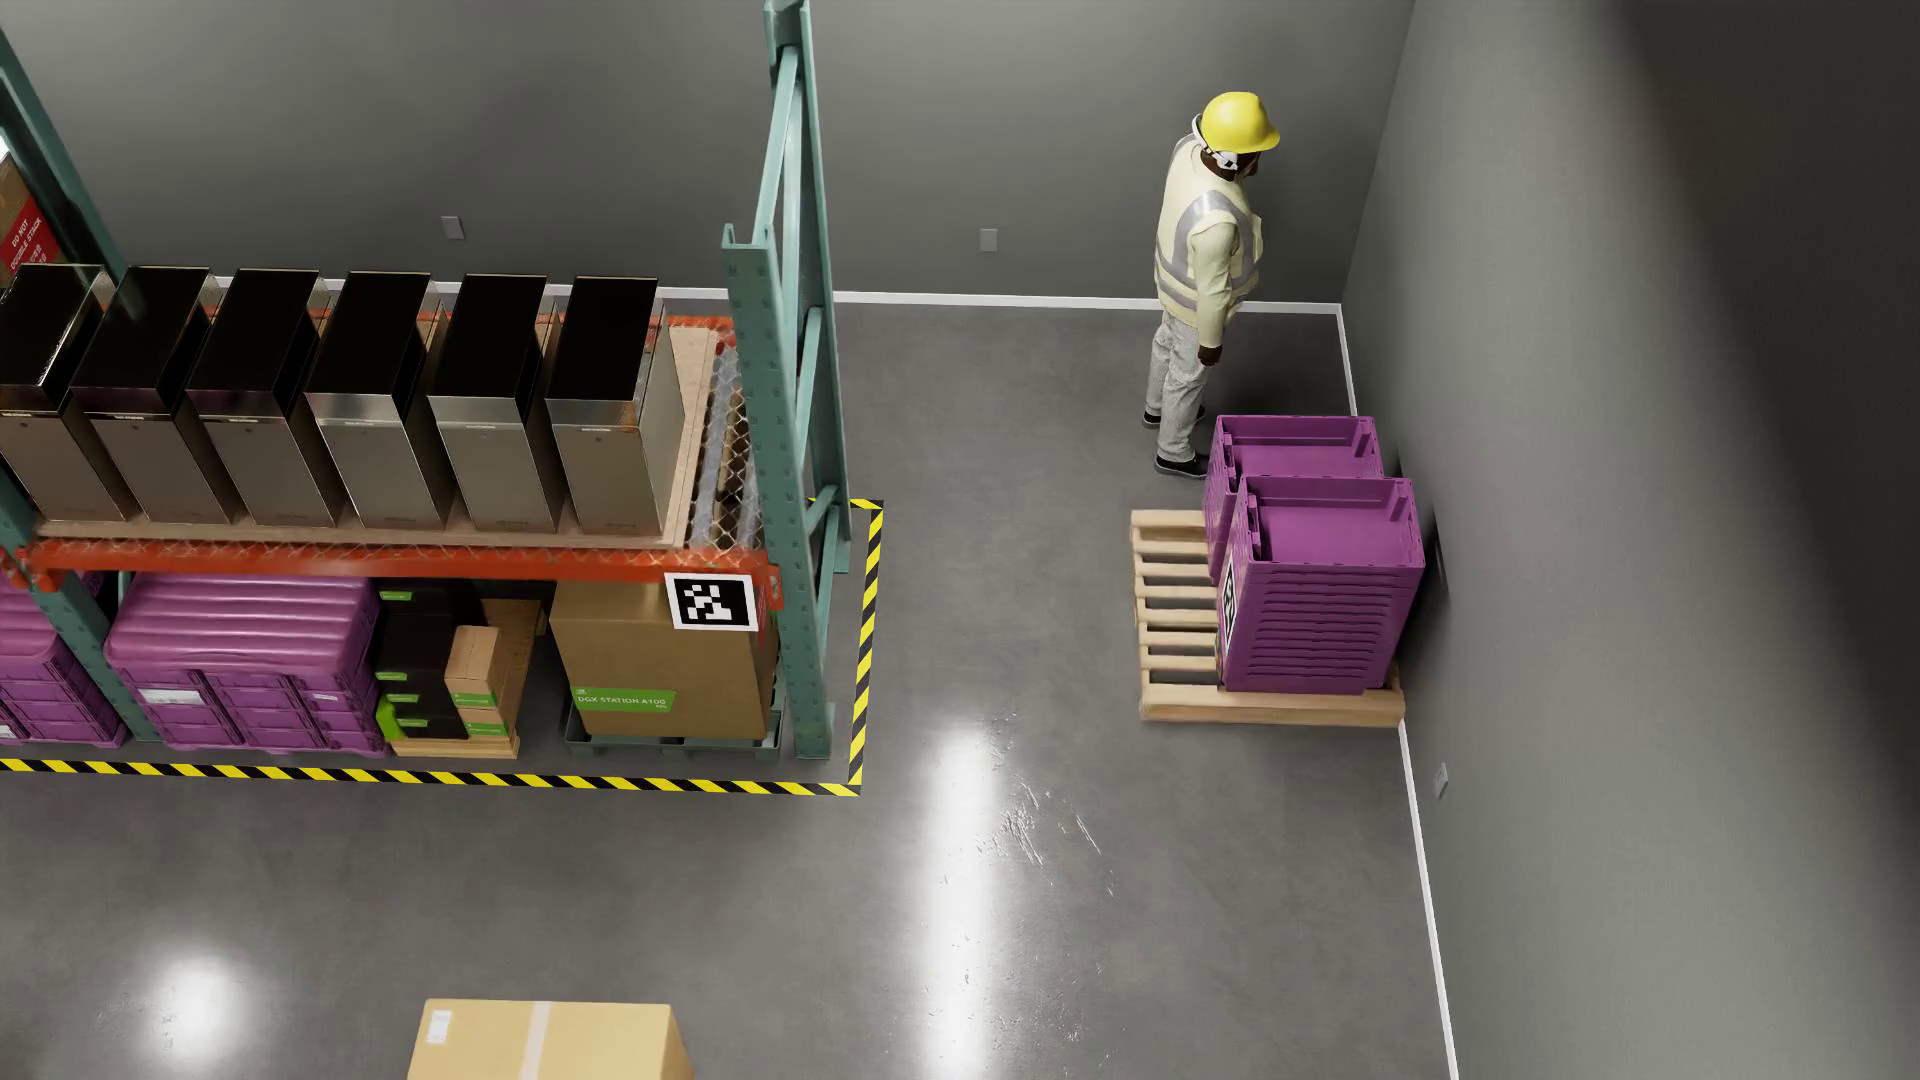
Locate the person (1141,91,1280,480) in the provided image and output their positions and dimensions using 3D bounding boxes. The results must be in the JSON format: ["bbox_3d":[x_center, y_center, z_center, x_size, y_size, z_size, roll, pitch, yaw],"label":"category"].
[{"bbox_3d":[0.959,-0.993,6.541,0.403,1.830,0.599,-4,52,-3],"label":"person"}]
